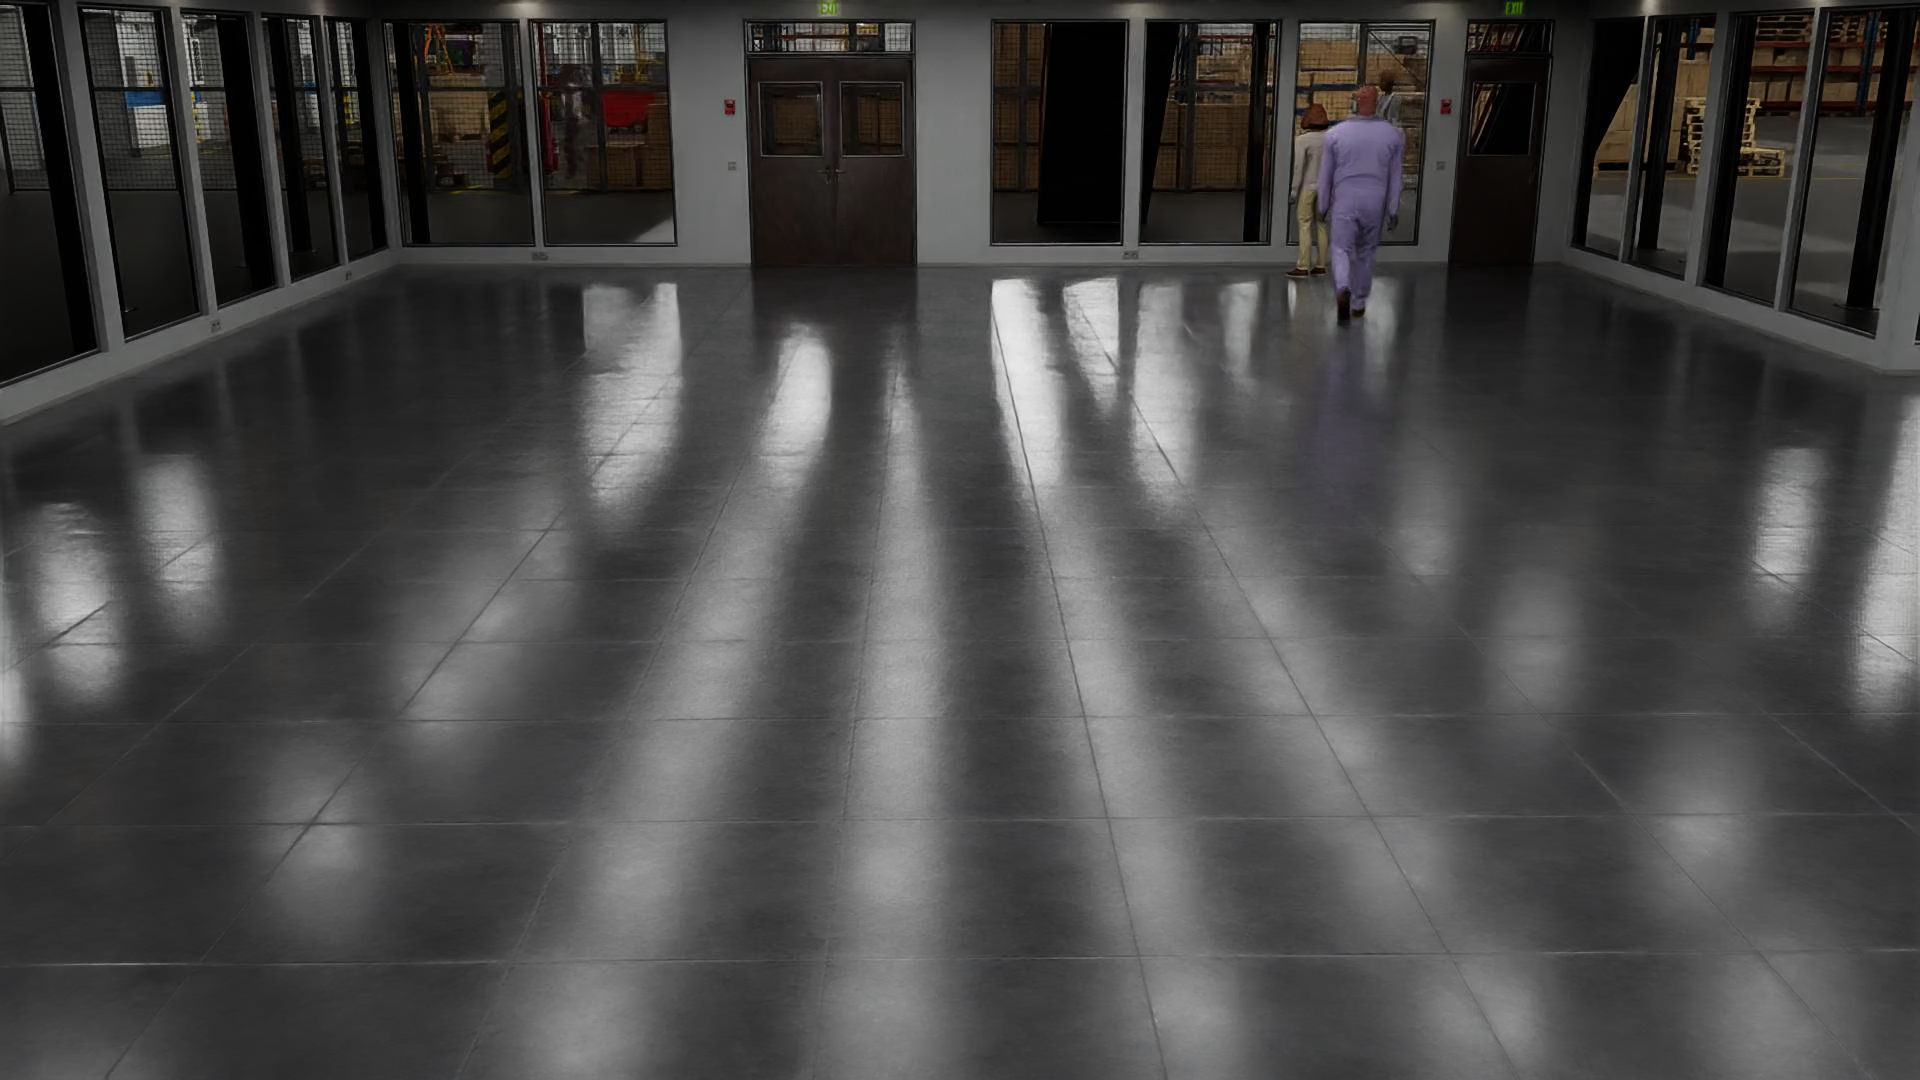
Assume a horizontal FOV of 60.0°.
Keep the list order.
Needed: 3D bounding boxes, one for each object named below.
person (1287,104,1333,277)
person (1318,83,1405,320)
[{"bbox_3d":[3.375,-3.344,15.958,0.508,1.632,0.270,-9,19,-29],"label":"person"},{"bbox_3d":[3.194,-2.690,13.314,0.661,1.879,0.778,2,17,7],"label":"person"}]
